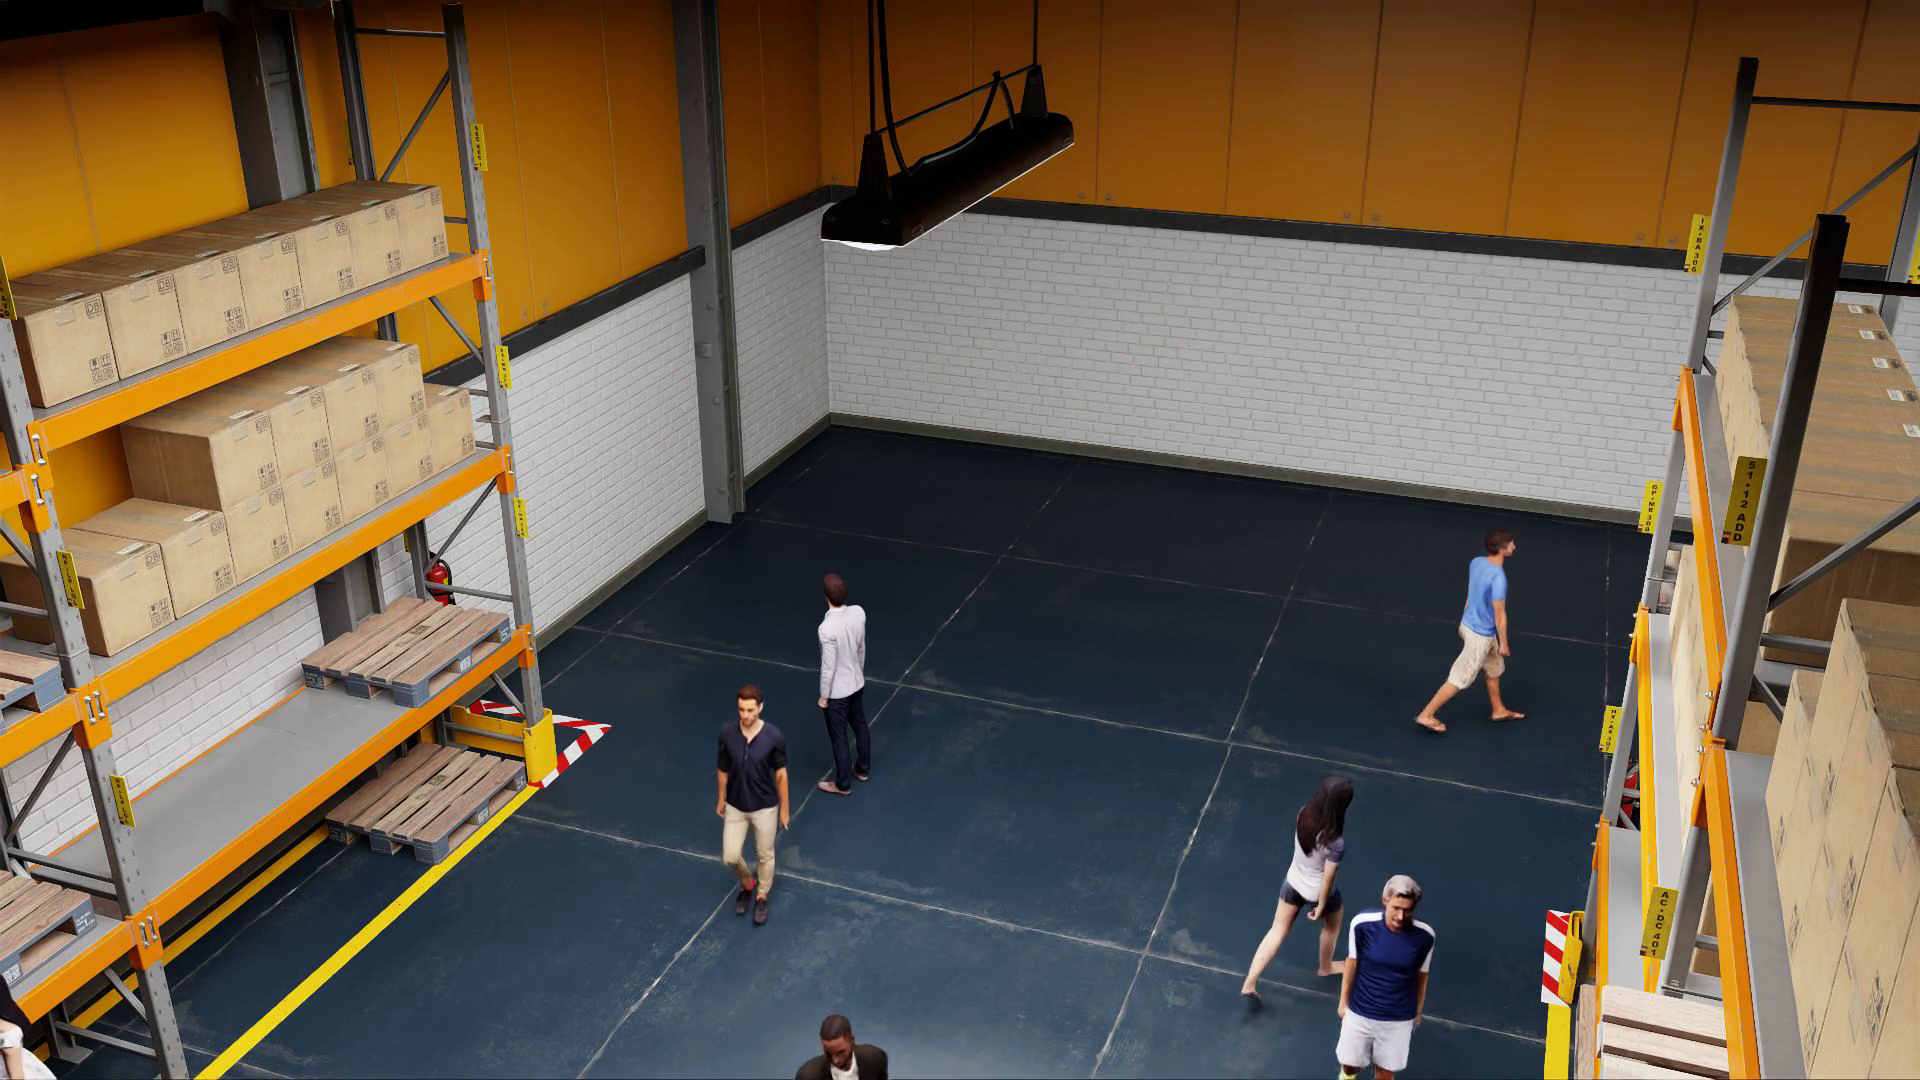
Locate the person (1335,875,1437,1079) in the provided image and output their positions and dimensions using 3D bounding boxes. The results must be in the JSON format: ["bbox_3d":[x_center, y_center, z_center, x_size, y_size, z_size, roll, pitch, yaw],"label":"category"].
[{"bbox_3d":[2.416,2.645,9.592,0.708,1.824,0.884,5,24,11],"label":"person"}]

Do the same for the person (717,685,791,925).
[{"bbox_3d":[-1.429,1.786,11.528,0.756,1.848,0.731,1,24,3],"label":"person"}]

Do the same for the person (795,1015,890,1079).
[{"bbox_3d":[-0.633,3.104,8.608,0.963,1.771,1.009,-18,29,-35],"label":"person"}]

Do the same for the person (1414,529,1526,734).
[{"bbox_3d":[4.240,0.786,13.843,1.060,1.825,1.262,-2,24,-4],"label":"person"}]

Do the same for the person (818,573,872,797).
[{"bbox_3d":[-0.920,1.123,13.042,0.789,1.849,0.605,15,28,31],"label":"person"}]

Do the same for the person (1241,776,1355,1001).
[{"bbox_3d":[2.179,2.268,10.666,1.208,1.655,1.032,-18,29,-35],"label":"person"}]
